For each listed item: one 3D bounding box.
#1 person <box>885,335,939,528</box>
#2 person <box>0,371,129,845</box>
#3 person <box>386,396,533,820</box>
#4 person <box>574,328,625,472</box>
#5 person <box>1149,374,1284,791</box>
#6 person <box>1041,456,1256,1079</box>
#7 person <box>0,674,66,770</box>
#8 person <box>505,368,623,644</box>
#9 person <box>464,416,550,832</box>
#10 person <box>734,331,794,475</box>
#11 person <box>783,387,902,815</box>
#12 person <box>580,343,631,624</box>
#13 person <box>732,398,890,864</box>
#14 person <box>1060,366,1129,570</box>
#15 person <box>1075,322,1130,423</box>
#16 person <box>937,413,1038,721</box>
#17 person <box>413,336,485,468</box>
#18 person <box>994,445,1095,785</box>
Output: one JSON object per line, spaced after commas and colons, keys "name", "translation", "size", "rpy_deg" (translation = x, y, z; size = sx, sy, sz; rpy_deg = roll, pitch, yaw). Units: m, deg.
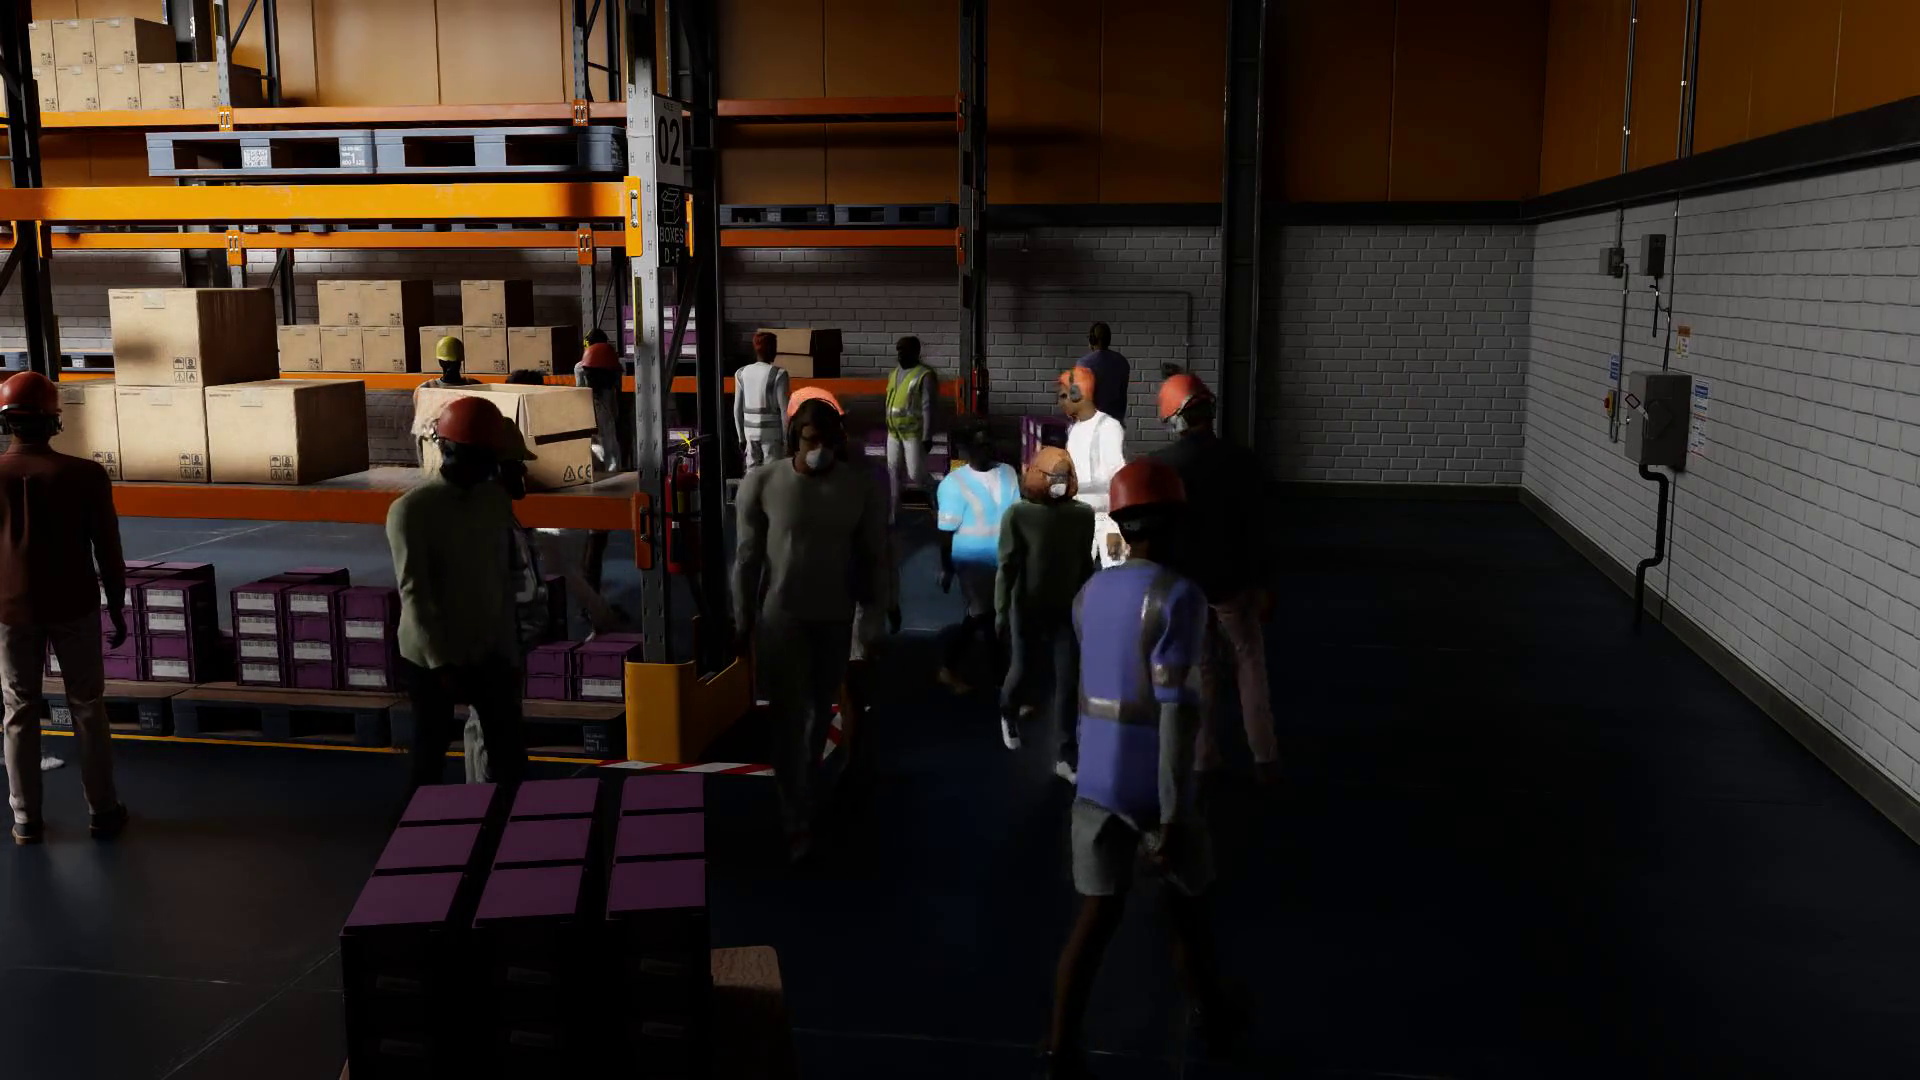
{"name": "person", "translation": [-0.462, -1.004, 15.589], "size": [0.736, 1.824, 0.645], "rpy_deg": [-8, 12, -41]}
{"name": "person", "translation": [-3.861, 0.289, 7.032], "size": [0.622, 1.993, 0.381], "rpy_deg": [-4, 10, -22]}
{"name": "person", "translation": [-1.866, 0.423, 6.381], "size": [0.931, 1.933, 0.612], "rpy_deg": [7, 11, 36]}
{"name": "person", "translation": [-3.546, -1.138, 16.316], "size": [0.521, 1.861, 0.317], "rpy_deg": [-6, 11, -34]}
{"name": "person", "translation": [1.212, 0.190, 7.841], "size": [0.679, 1.934, 0.611], "rpy_deg": [6, 11, 32]}
{"name": "person", "translation": [0.577, 0.705, 4.846], "size": [0.954, 1.864, 0.621], "rpy_deg": [-7, 12, -38]}
{"name": "person", "translation": [-4.833, 0.195, 7.988], "size": [0.868, 1.881, 0.646], "rpy_deg": [2, 9, 13]}
{"name": "person", "translation": [-2.630, -0.184, 10.547], "size": [0.886, 1.816, 0.614], "rpy_deg": [-4, 10, -22]}
{"name": "person", "translation": [-1.882, 0.408, 6.797], "size": [0.403, 1.830, 0.600], "rpy_deg": [-4, 10, -24]}
{"name": "person", "translation": [-1.741, -0.917, 14.859], "size": [0.585, 1.882, 0.337], "rpy_deg": [5, 10, 28]}
{"name": "person", "translation": [-0.595, 0.274, 7.443], "size": [0.564, 1.891, 0.864], "rpy_deg": [3, 10, 18]}
{"name": "person", "translation": [-2.463, -0.386, 11.422], "size": [0.377, 1.930, 0.550], "rpy_deg": [-3, 10, -18]}
{"name": "person", "translation": [-0.590, 0.367, 6.852], "size": [0.636, 1.891, 0.994], "rpy_deg": [-3, 10, -17]}
{"name": "person", "translation": [0.854, -0.098, 9.863], "size": [0.434, 1.856, 0.632], "rpy_deg": [-5, 10, -29]}
{"name": "person", "translation": [1.330, -1.106, 15.861], "size": [0.630, 1.940, 0.371], "rpy_deg": [-7, 12, -37]}
{"name": "person", "translation": [0.125, 0.120, 9.154], "size": [0.856, 1.648, 0.532], "rpy_deg": [8, 12, 42]}
{"name": "person", "translation": [-3.924, -0.622, 12.943], "size": [0.581, 1.919, 0.395], "rpy_deg": [-6, 11, -31]}
{"name": "person", "translation": [0.395, 0.319, 8.091], "size": [0.515, 1.591, 0.853], "rpy_deg": [-3, 10, -16]}
